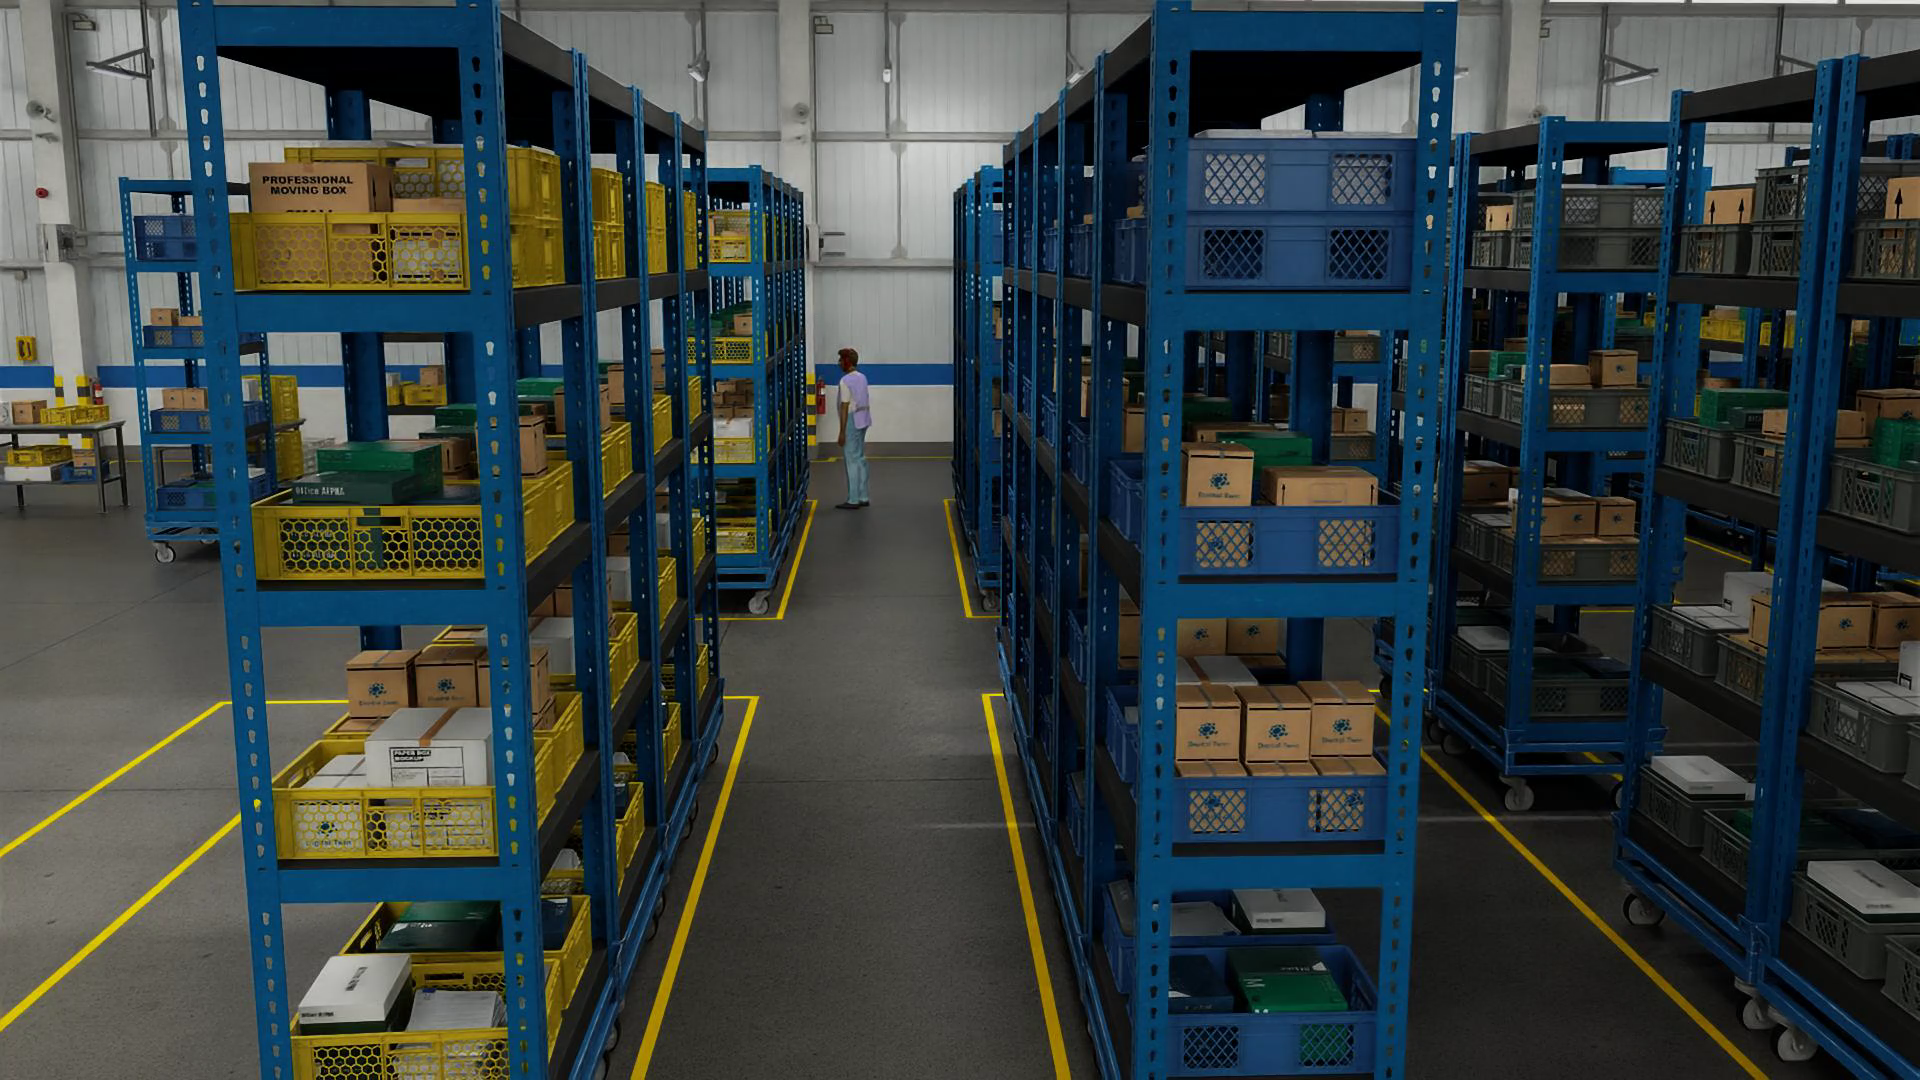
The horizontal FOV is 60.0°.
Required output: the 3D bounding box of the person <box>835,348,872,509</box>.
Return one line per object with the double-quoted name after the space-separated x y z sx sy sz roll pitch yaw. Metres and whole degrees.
-1.206 -1.264 18.974 0.388 1.837 0.560 3 10 18 "person"
